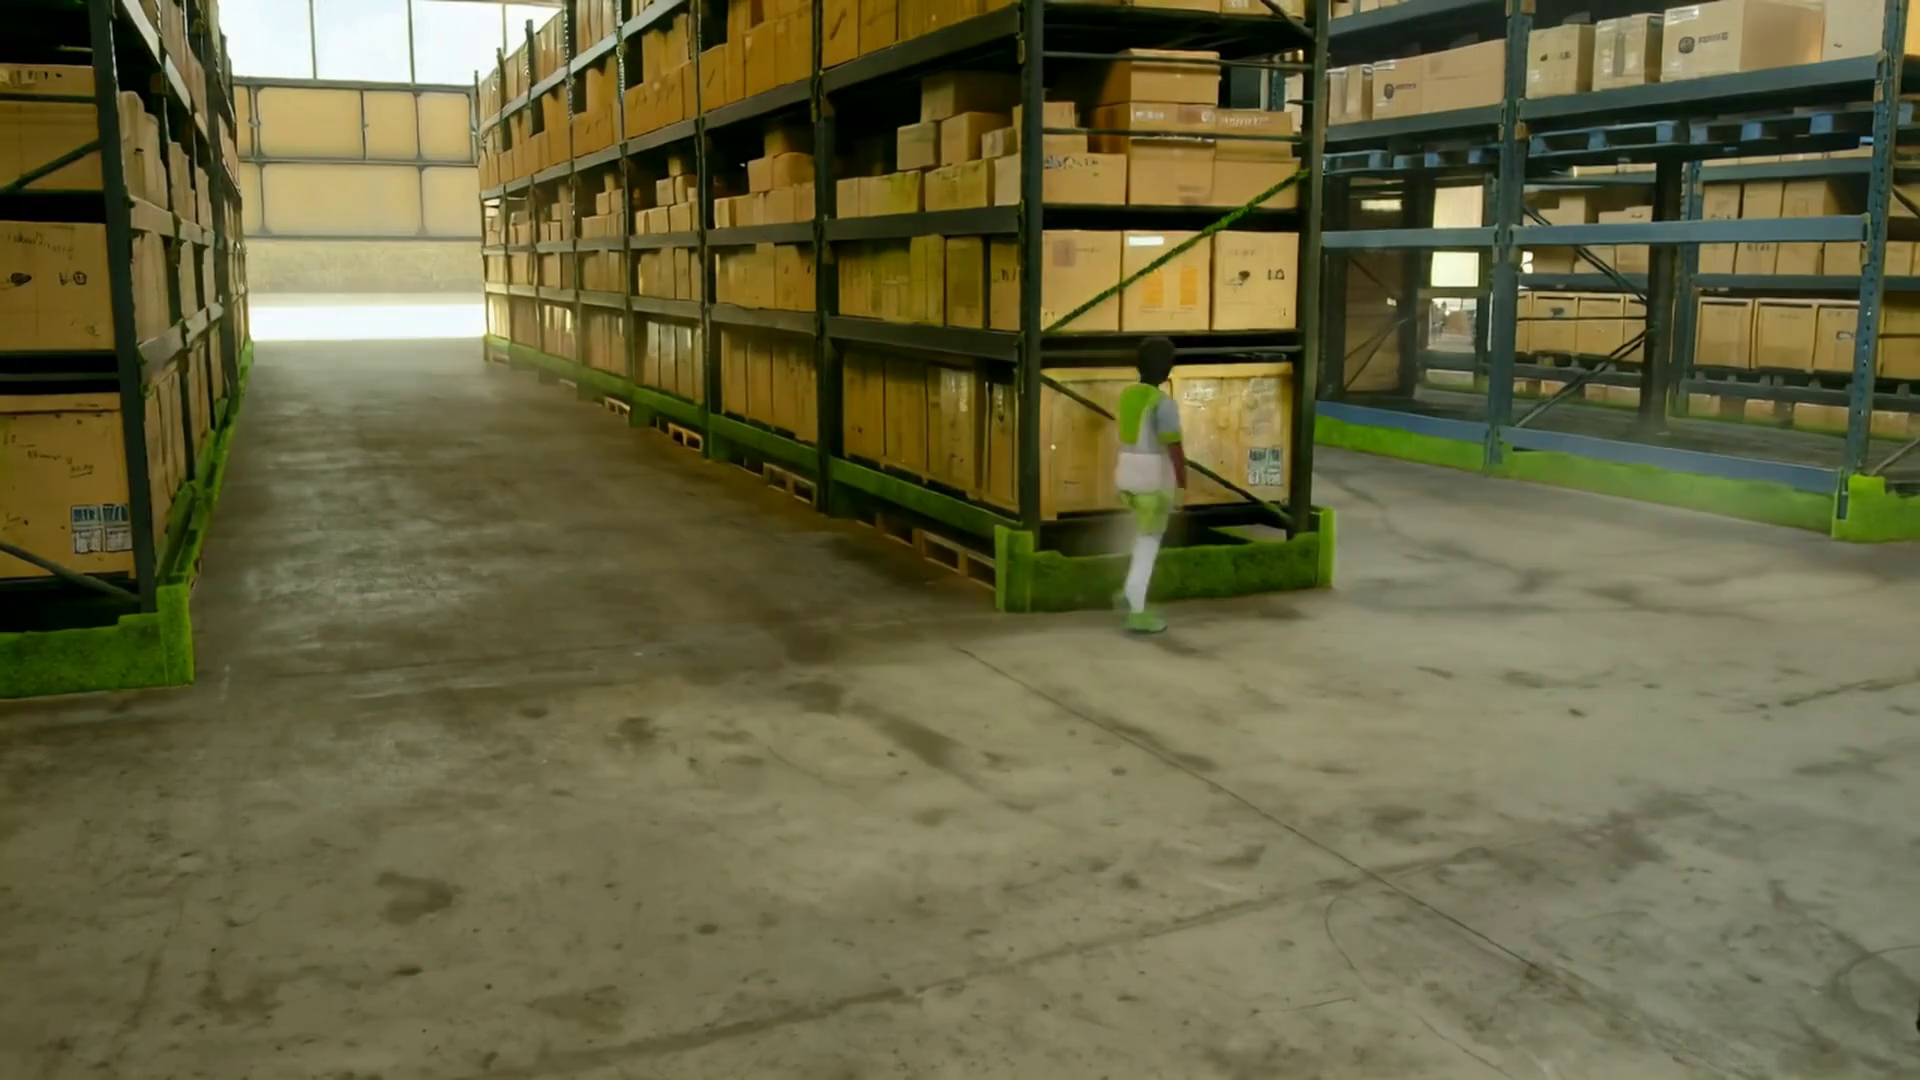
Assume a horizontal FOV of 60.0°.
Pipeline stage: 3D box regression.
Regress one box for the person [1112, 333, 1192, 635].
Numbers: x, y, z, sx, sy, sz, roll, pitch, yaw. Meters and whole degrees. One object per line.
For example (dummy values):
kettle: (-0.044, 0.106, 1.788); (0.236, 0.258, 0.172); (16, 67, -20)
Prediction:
person: (1.066, -0.304, 9.256); (0.376, 1.679, 0.535); (-3, 10, -18)
